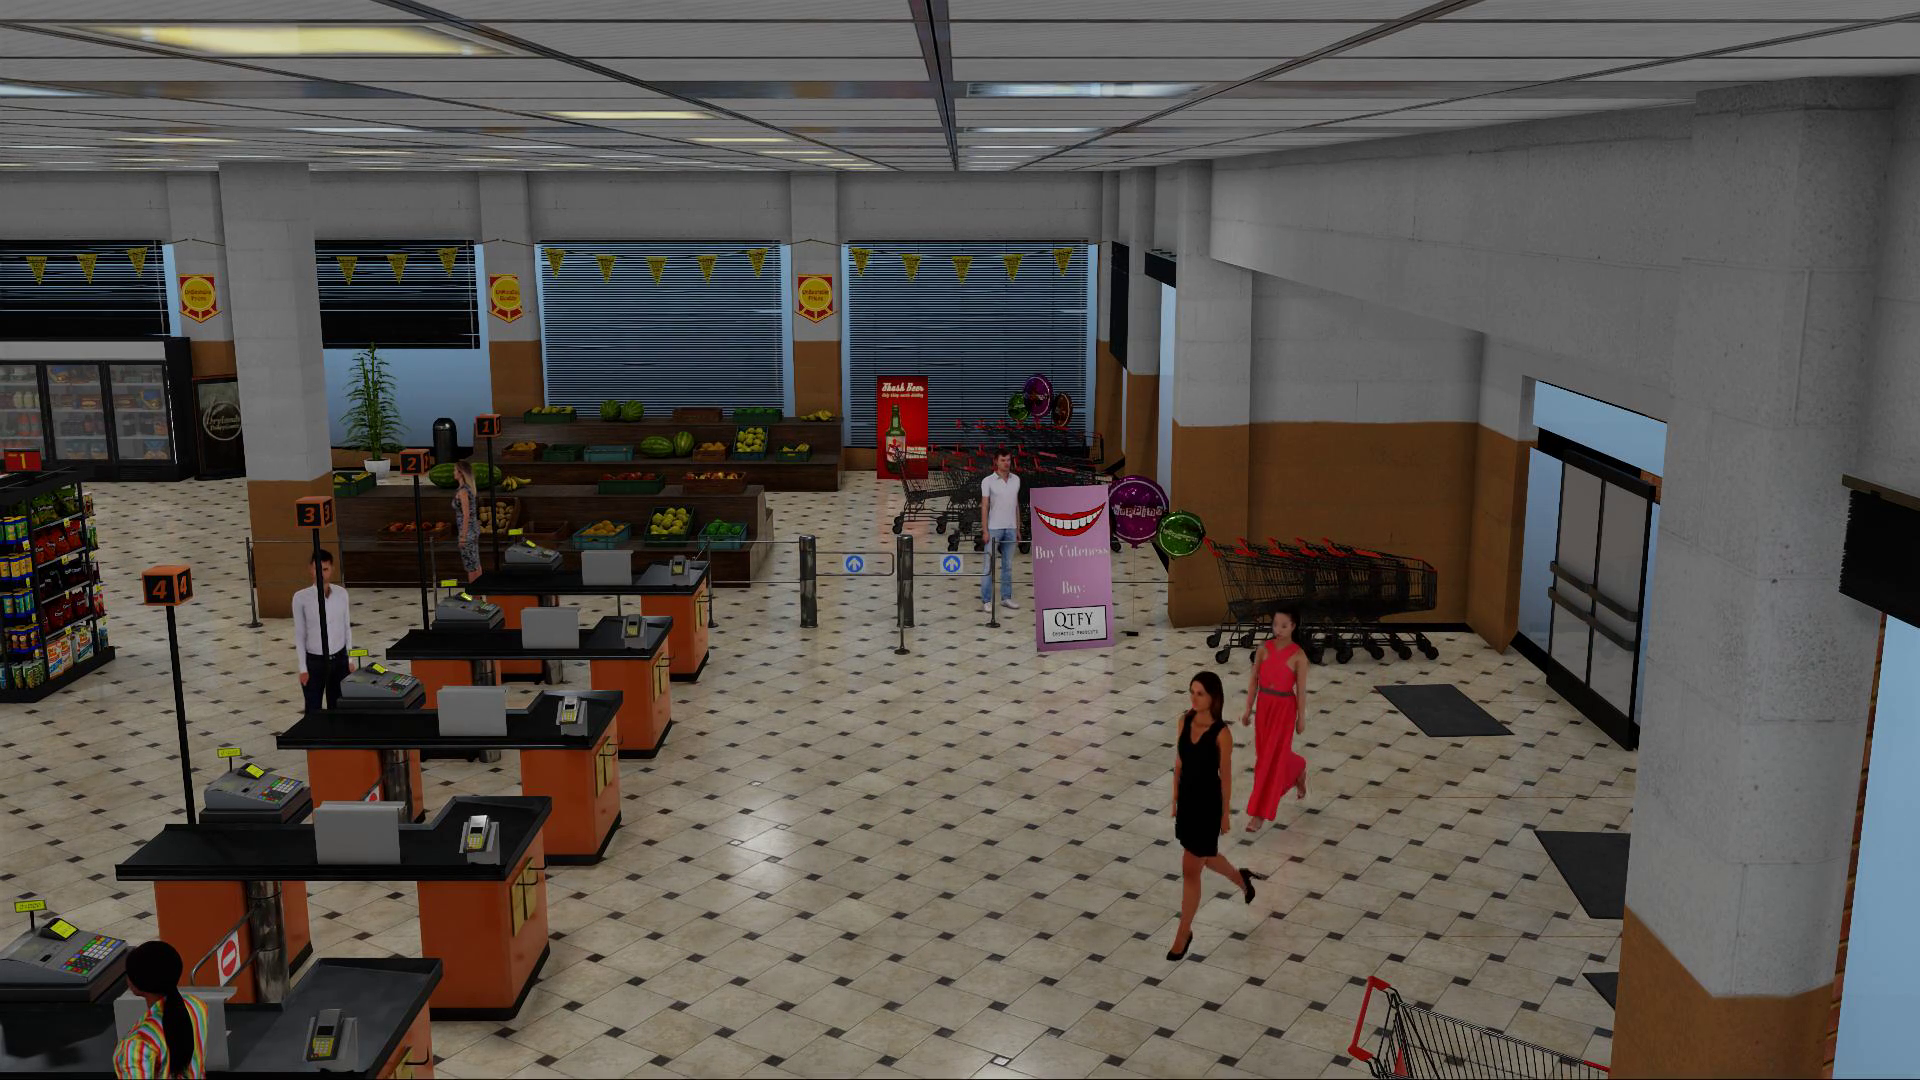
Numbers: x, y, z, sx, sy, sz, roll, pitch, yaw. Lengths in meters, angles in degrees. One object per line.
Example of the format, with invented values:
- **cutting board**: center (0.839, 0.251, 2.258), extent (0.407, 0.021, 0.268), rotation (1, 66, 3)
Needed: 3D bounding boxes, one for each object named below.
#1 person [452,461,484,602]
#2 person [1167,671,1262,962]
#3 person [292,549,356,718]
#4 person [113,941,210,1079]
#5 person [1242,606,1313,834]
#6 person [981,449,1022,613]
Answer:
- **person**: center (-5.580, -0.043, 18.936), extent (0.515, 1.665, 0.580), rotation (-1, 12, -4)
- **person**: center (1.561, 1.691, 10.331), extent (1.114, 1.817, 1.003), rotation (-10, 15, -40)
- **person**: center (-5.189, 0.979, 13.580), extent (0.715, 1.872, 0.786), rotation (-10, 15, -39)
- **person**: center (-3.174, 2.462, 6.722), extent (0.592, 1.795, 0.629), rotation (3, 12, 12)
- **person**: center (2.408, 1.317, 12.418), extent (1.085, 1.689, 1.116), rotation (11, 16, 43)
- **person**: center (0.460, -0.124, 18.874), extent (0.660, 1.850, 0.793), rotation (-6, 13, -27)
